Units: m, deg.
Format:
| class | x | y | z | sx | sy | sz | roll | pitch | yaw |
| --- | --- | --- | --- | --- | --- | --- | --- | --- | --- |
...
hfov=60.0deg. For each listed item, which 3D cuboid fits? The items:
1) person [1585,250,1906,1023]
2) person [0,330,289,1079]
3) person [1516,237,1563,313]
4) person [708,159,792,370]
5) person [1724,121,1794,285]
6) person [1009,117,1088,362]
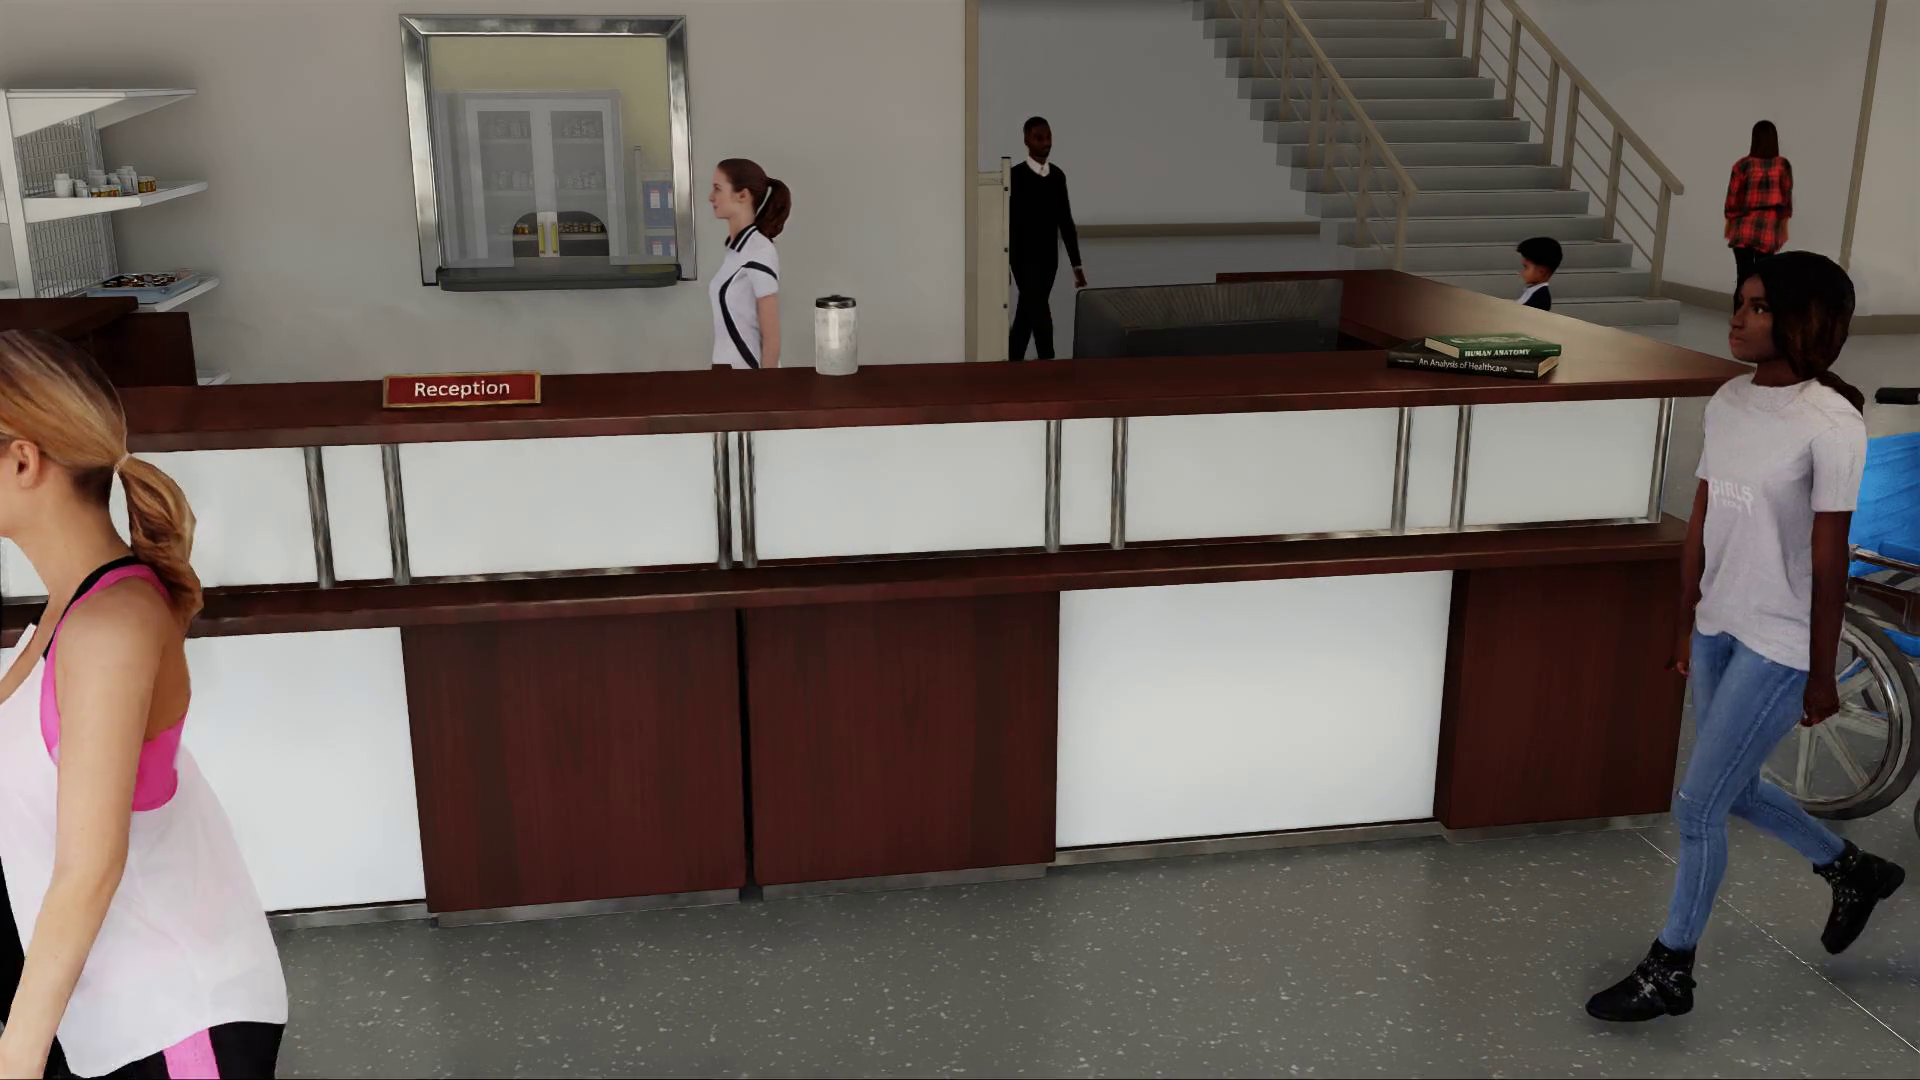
| class | x | y | z | sx | sy | sz | roll | pitch | yaw |
| --- | --- | --- | --- | --- | --- | --- | --- | --- | --- |
| person | 1.807 | 0.247 | 3.611 | 0.646 | 1.695 | 0.970 | -3 | 16 | -10 |
| person | -0.943 | 0.607 | 2.203 | 0.802 | 1.766 | 0.751 | -10 | 19 | -32 |
| person | 3.074 | -1.012 | 8.945 | 0.613 | 1.225 | 0.495 | 2 | 16 | 6 |
| person | -0.812 | -0.594 | 6.493 | 0.682 | 1.750 | 0.543 | -7 | 17 | -24 |
| person | 6.279 | -2.411 | 13.097 | 0.893 | 1.664 | 1.109 | 4 | 16 | 15 |
| person | 0.391 | -1.714 | 10.418 | 0.998 | 1.776 | 1.165 | -14 | 21 | -40 |
